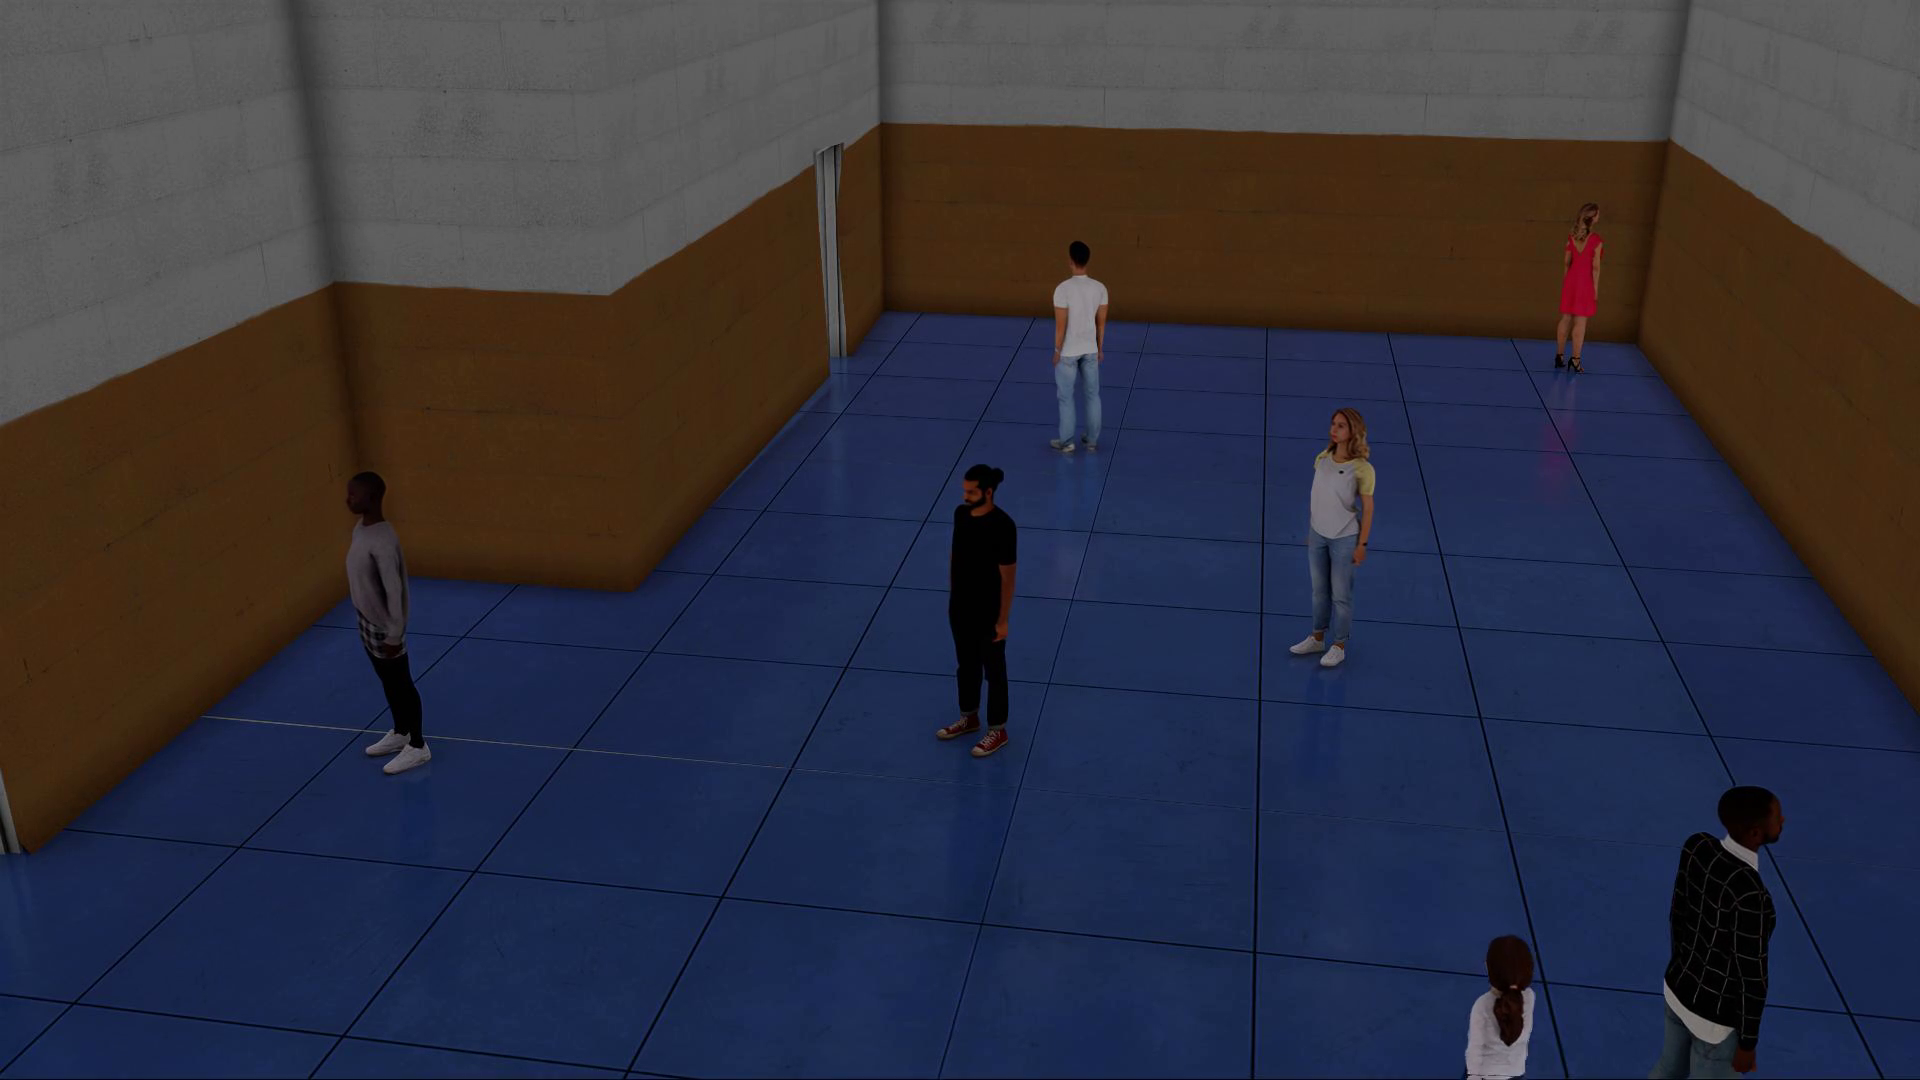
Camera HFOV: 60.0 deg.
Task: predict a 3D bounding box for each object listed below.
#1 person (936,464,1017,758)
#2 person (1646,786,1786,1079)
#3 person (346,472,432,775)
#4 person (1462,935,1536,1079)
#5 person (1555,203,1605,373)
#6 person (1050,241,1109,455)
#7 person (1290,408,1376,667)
[{"bbox_3d":[0.121,0.381,9.602,0.775,1.755,0.685,-19,29,-39],"label":"person"},{"bbox_3d":[2.780,1.714,6.196,0.668,1.821,0.725,-3,22,-7],"label":"person"},{"bbox_3d":[-3.245,0.454,9.399,0.752,1.772,0.681,-16,27,-35],"label":"person"},{"bbox_3d":[2.088,2.039,6.362,0.750,1.096,0.718,-7,23,-17],"label":"person"},{"bbox_3d":[6.343,-2.597,17.049,0.713,1.728,0.662,-13,25,-29],"label":"person"},{"bbox_3d":[1.035,-1.686,14.603,0.698,1.862,0.813,-9,24,-22],"label":"person"},{"bbox_3d":[2.414,-0.025,10.635,0.765,1.722,0.697,-16,27,-34],"label":"person"}]
